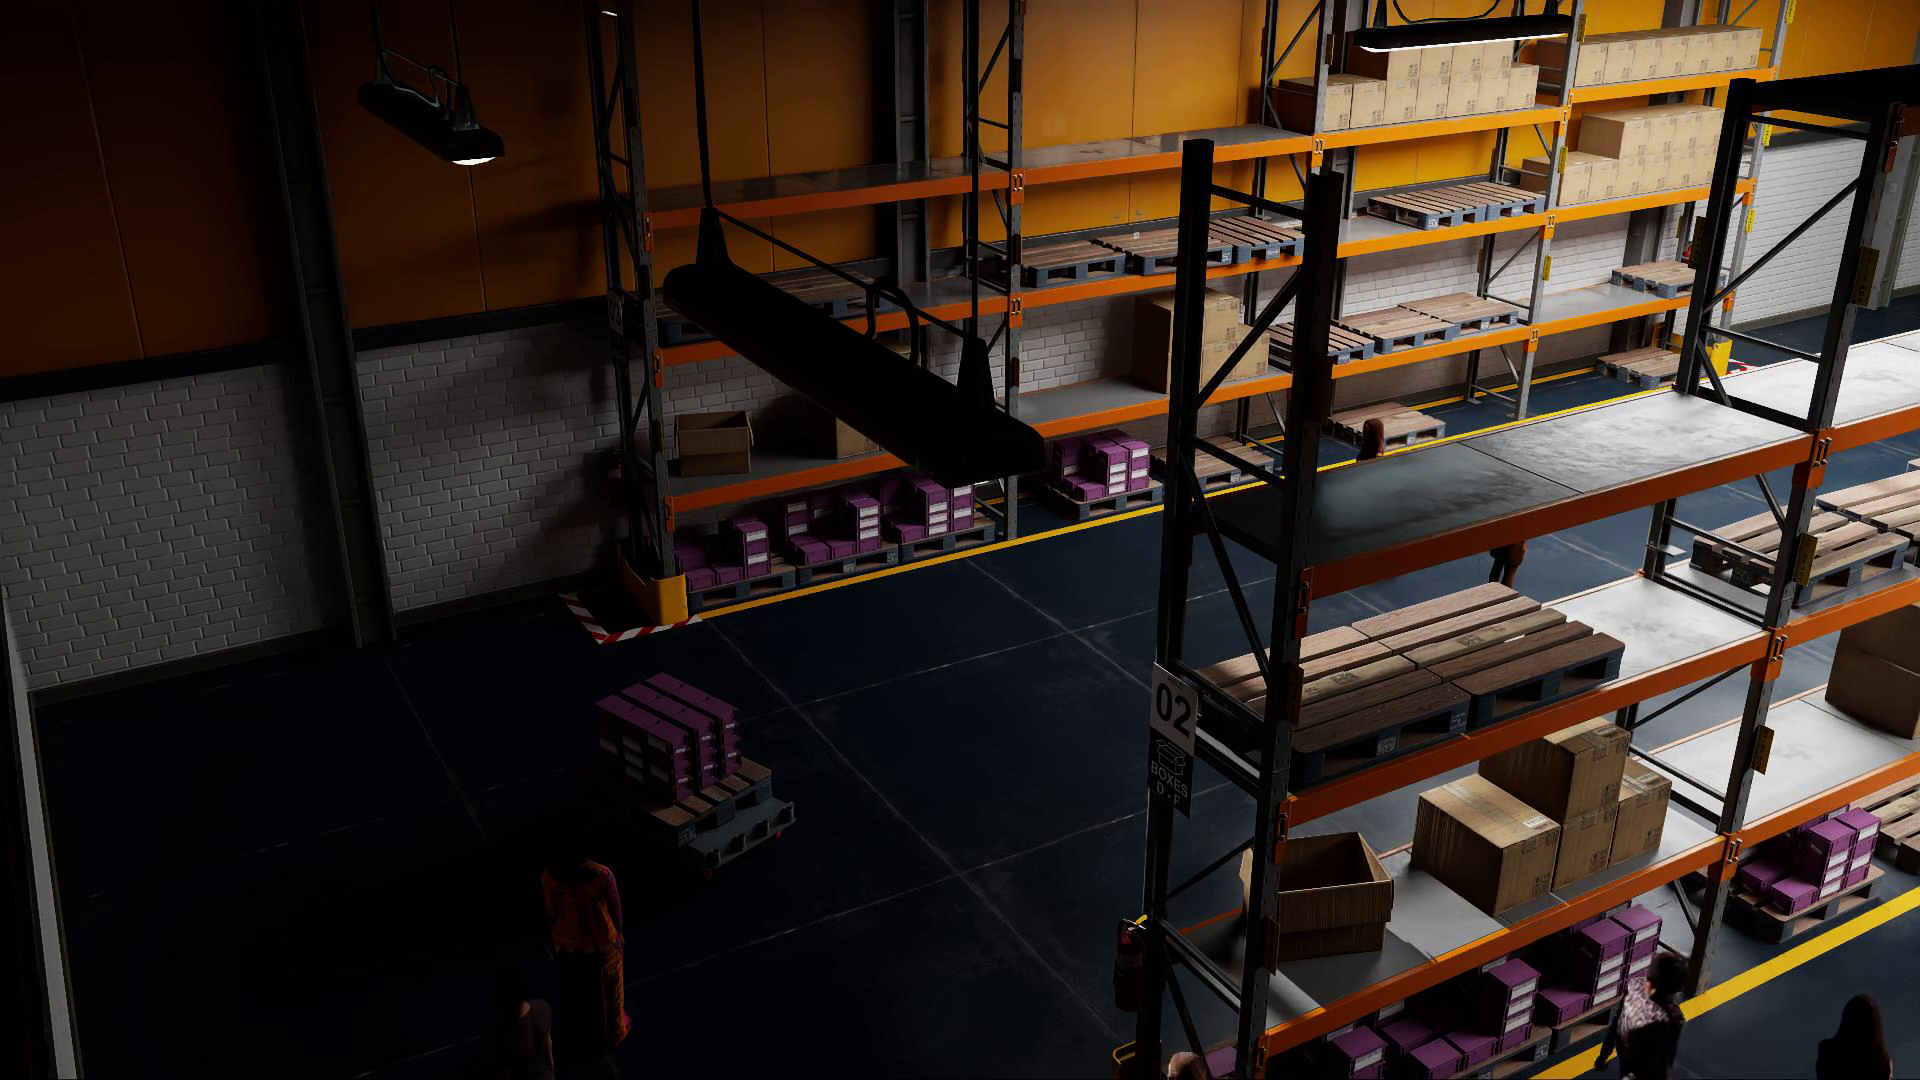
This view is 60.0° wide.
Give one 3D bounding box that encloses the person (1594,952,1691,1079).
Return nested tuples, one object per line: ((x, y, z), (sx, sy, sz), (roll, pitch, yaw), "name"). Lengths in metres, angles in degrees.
((3.954, 3.045, 9.491), (1.199, 1.670, 0.916), (-1, 24, -3), "person")

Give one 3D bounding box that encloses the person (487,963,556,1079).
((-2.305, 3.124, 9.106), (1.098, 1.833, 1.088), (9, 25, 20), "person")

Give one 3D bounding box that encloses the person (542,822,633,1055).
((-2.408, 2.512, 10.693), (0.756, 1.682, 0.836), (1, 24, 2), "person")

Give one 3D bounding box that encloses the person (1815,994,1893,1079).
((4.845, 3.264, 9.195), (0.915, 1.504, 1.154), (17, 29, 34), "person")
